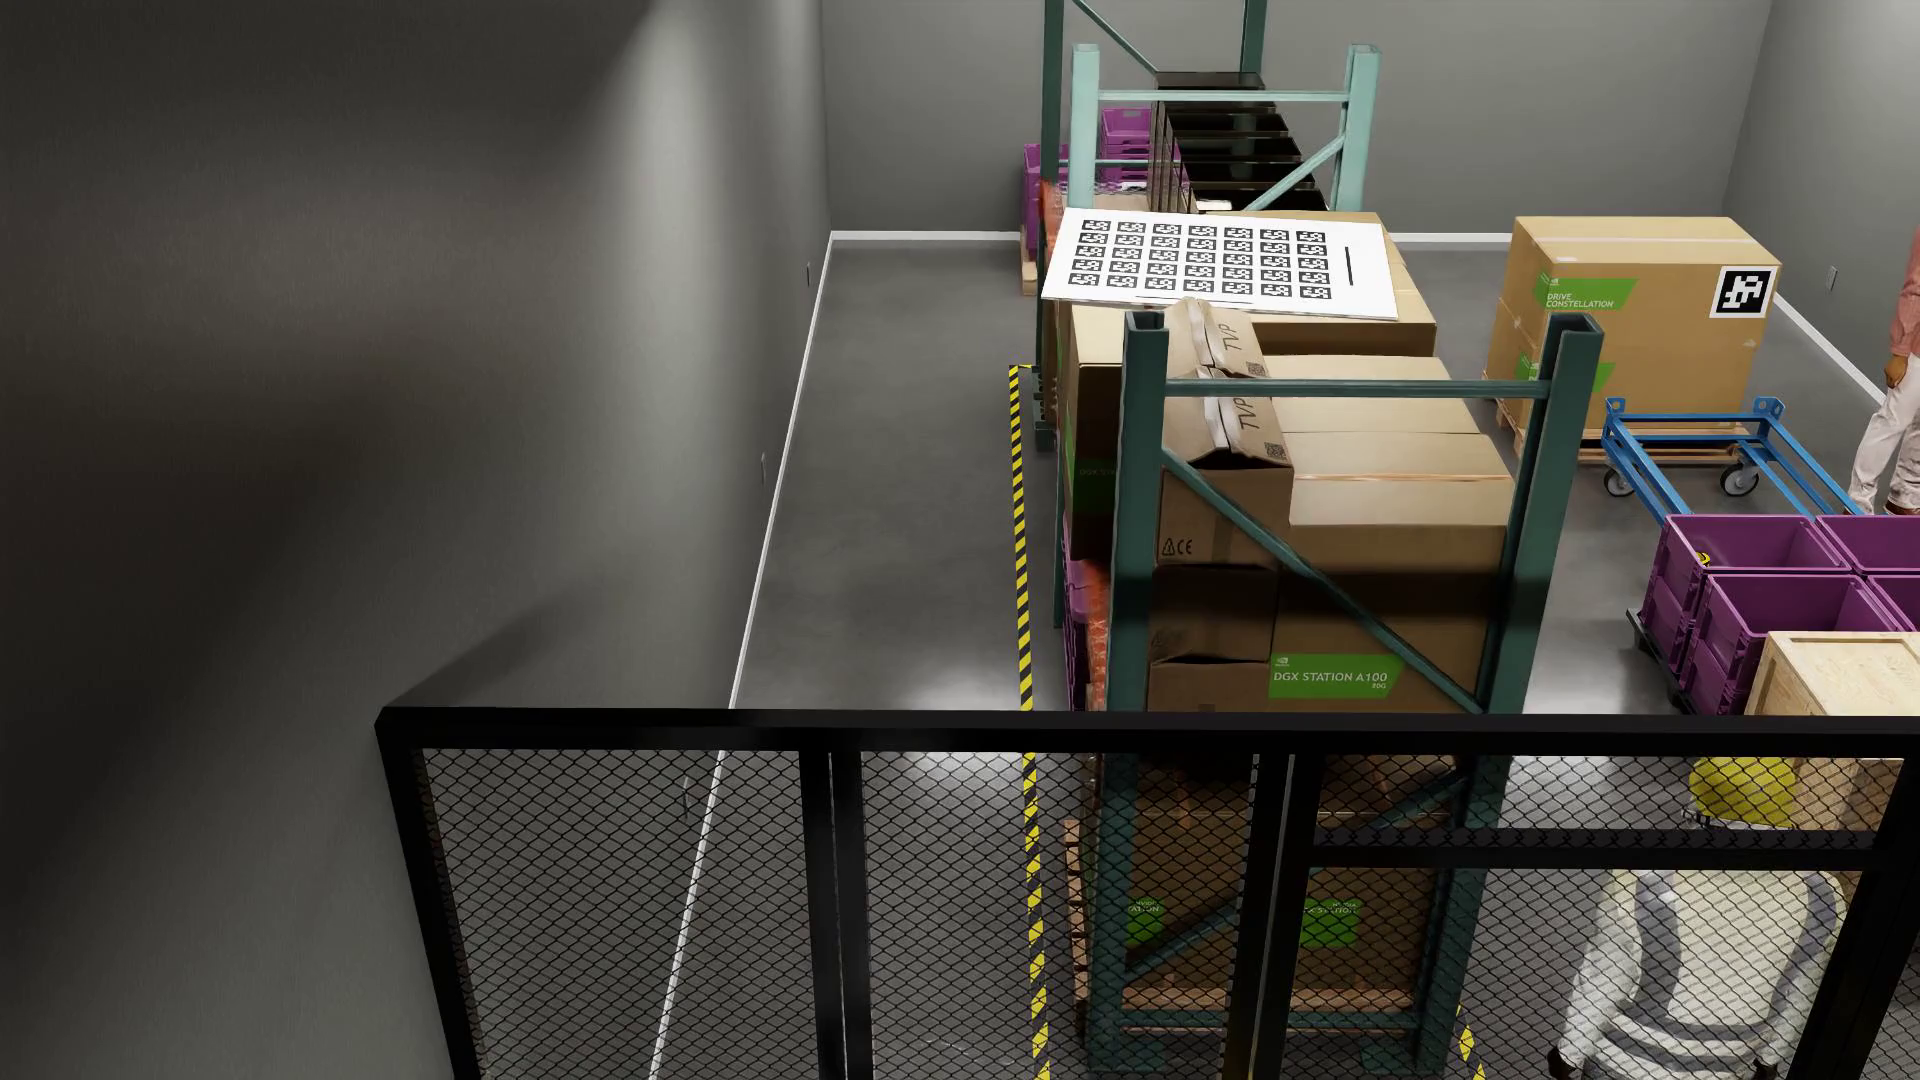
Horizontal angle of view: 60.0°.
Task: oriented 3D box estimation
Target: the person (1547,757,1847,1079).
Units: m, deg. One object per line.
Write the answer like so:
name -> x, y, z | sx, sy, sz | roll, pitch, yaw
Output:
person -> 1.809, 1.253, 4.234 | 0.601, 1.830, 0.404 | 0, 31, 0

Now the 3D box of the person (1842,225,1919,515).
person -> 4.539, -0.902, 7.660 | 0.612, 1.995, 0.377 | -9, 32, -14
